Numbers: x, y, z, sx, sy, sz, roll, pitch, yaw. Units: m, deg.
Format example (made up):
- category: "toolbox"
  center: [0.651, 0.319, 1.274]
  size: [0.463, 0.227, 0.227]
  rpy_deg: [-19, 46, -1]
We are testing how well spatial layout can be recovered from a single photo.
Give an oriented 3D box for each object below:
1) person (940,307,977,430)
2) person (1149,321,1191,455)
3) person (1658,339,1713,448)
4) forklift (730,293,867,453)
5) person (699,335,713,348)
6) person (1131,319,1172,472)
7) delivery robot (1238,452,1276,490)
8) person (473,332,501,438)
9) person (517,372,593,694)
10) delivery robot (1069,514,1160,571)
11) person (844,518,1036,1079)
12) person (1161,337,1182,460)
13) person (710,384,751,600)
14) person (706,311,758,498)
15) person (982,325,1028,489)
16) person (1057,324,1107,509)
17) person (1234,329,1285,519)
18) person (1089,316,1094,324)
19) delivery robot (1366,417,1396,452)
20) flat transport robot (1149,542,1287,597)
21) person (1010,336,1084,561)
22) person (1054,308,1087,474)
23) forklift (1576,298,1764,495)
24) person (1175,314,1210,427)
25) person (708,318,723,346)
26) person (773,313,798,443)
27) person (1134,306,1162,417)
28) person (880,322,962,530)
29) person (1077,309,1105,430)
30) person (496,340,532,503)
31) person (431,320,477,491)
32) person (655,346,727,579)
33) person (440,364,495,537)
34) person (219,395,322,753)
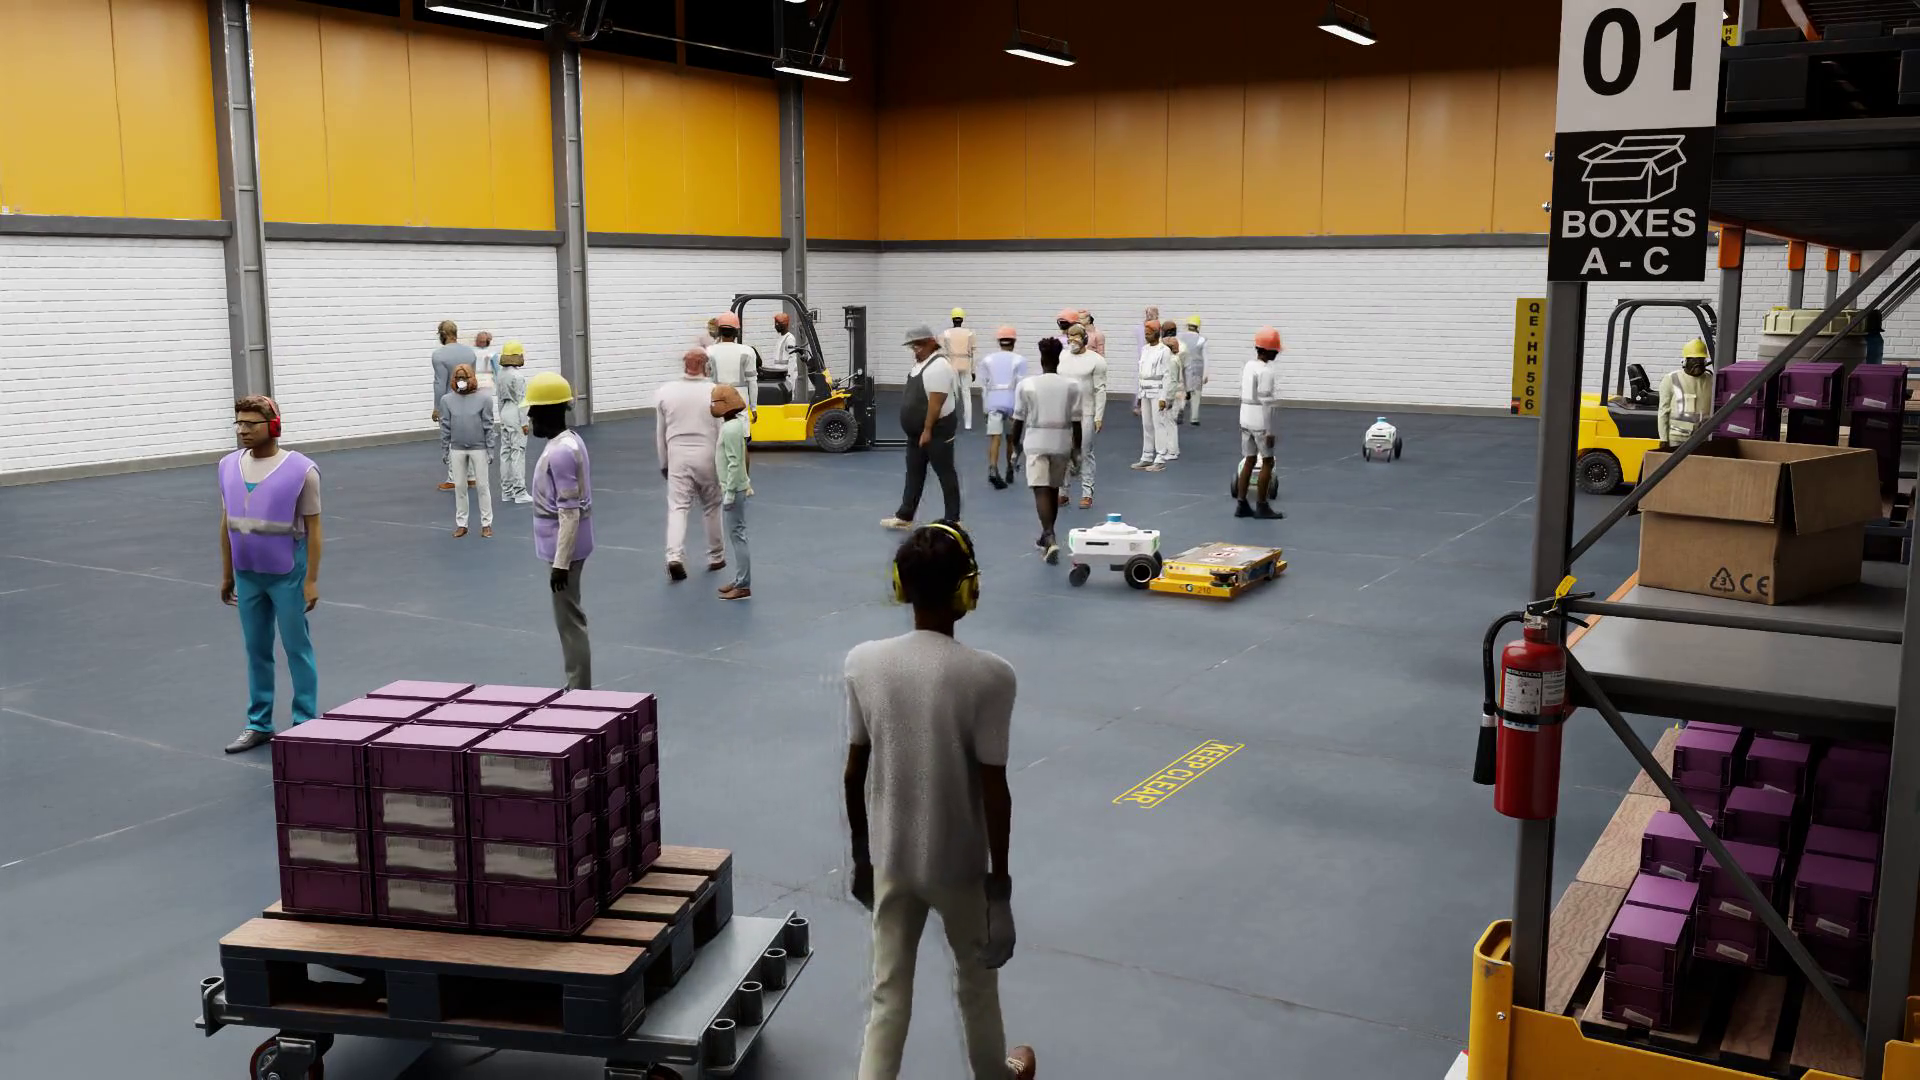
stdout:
- category: "person"
  center: [-0.036, -2.679, 26.098]
  size: [0.593, 1.925, 0.384]
  rpy_deg: [-2, 9, -15]
- category: "person"
  center: [2.841, -2.087, 22.759]
  size: [0.642, 1.818, 0.786]
  rpy_deg: [-1, 9, -4]
- category: "person"
  center: [6.950, -0.995, 15.876]
  size: [0.586, 1.835, 0.404]
  rpy_deg: [-1, 9, -8]
- category: "forklift"
  center: [-2.458, -2.344, 23.176]
  size: [2.313, 2.155, 1.214]
  rpy_deg: [0, 9, -2]
- category: "person"
  center: [-4.140, -2.788, 27.423]
  size: [0.699, 1.718, 0.386]
  rpy_deg: [3, 10, 19]
- category: "person"
  center: [2.394, -1.794, 20.699]
  size: [0.356, 1.887, 0.573]
  rpy_deg: [-5, 10, -29]
- category: "delivery robot"
  center: [3.288, -0.803, 18.366]
  size: [0.477, 0.478, 0.707]
  rpy_deg: [3, 10, 17]
- category: "person"
  center: [-6.871, -2.215, 24.200]
  size: [0.538, 1.601, 0.806]
  rpy_deg: [4, 10, 21]
- category: "person"
  center: [-2.191, 0.049, 9.073]
  size: [0.378, 1.923, 0.596]
  rpy_deg: [-2, 9, -12]
- category: "delivery robot"
  center: [1.219, 0.035, 13.132]
  size: [0.707, 0.478, 0.477]
  rpy_deg: [2, 9, 10]
- category: "person"
  center: [-0.056, 0.848, 4.411]
  size: [0.551, 1.819, 0.994]
  rpy_deg: [4, 10, 22]
- category: "person"
  center: [2.775, -1.858, 21.917]
  size: [0.323, 1.627, 0.543]
  rpy_deg: [0, 9, -1]
- category: "person"
  center: [-1.730, -0.363, 12.554]
  size: [0.283, 1.631, 0.503]
  rpy_deg: [-1, 9, -5]
- category: "person"
  center: [-2.513, -1.469, 18.184]
  size: [0.607, 2.044, 0.376]
  rpy_deg: [-1, 9, -4]
- category: "person"
  center: [0.498, -1.555, 19.123]
  size: [0.544, 1.835, 0.950]
  rpy_deg: [2, 9, 10]
- category: "person"
  center: [1.222, -1.294, 17.432]
  size: [0.628, 1.935, 0.373]
  rpy_deg: [4, 10, 25]
- category: "person"
  center: [2.988, -1.144, 16.649]
  size: [0.368, 1.905, 0.571]
  rpy_deg: [-3, 9, -16]
- category: "person"
  center: [2.313, -3.211, 30.134]
  size: [0.534, 1.697, 0.318]
  rpy_deg: [5, 11, 30]
- category: "delivery robot"
  center: [5.558, -1.376, 21.943]
  size: [0.477, 0.478, 0.707]
  rpy_deg: [3, 10, 18]
- category: "flat transport robot"
  center: [2.064, 0.219, 13.158]
  size: [0.652, 0.197, 1.431]
  rpy_deg: [5, 10, 28]
- category: "person"
  center: [0.767, -0.797, 14.383]
  size: [0.611, 1.927, 1.005]
  rpy_deg: [-2, 9, -10]
- category: "person"
  center: [1.317, -1.816, 20.356]
  size: [0.615, 2.038, 0.395]
  rpy_deg: [7, 11, 35]
- category: "forklift"
  center: [7.954, -1.589, 18.462]
  size: [2.313, 2.155, 1.214]
  rpy_deg: [5, 11, 30]
- category: "person"
  center: [3.687, -2.692, 26.527]
  size: [0.609, 1.814, 0.469]
  rpy_deg: [4, 10, 25]
- category: "person"
  center: [-3.504, -2.409, 24.792]
  size: [0.761, 1.814, 0.546]
  rpy_deg: [-5, 10, -27]
- category: "person"
  center: [-2.550, -2.363, 24.247]
  size: [0.355, 1.887, 0.573]
  rpy_deg: [-3, 10, -19]
- category: "person"
  center: [3.276, -3.052, 28.510]
  size: [0.402, 1.910, 0.652]
  rpy_deg: [6, 11, 33]
- category: "person"
  center: [-0.381, -1.080, 15.765]
  size: [0.887, 2.000, 0.675]
  rpy_deg: [-4, 10, -25]
- category: "person"
  center: [1.919, -2.640, 25.921]
  size: [0.655, 1.905, 0.407]
  rpy_deg: [5, 10, 28]
- category: "person"
  center: [-4.779, -1.271, 17.883]
  size: [0.484, 1.744, 0.295]
  rpy_deg: [9, 13, 43]
- category: "person"
  center: [-5.728, -1.519, 18.821]
  size: [0.371, 1.939, 0.627]
  rpy_deg: [4, 10, 26]
- category: "person"
  center: [-2.143, -0.630, 13.477]
  size: [0.652, 1.877, 0.890]
  rpy_deg: [0, 9, 3]
- category: "person"
  center: [-4.575, -0.827, 15.483]
  size: [0.502, 1.626, 0.282]
  rpy_deg: [0, 9, -1]
- category: "person"
  center: [-3.512, 0.179, 8.507]
  size: [0.563, 1.847, 0.388]
  rpy_deg: [2, 9, 13]
